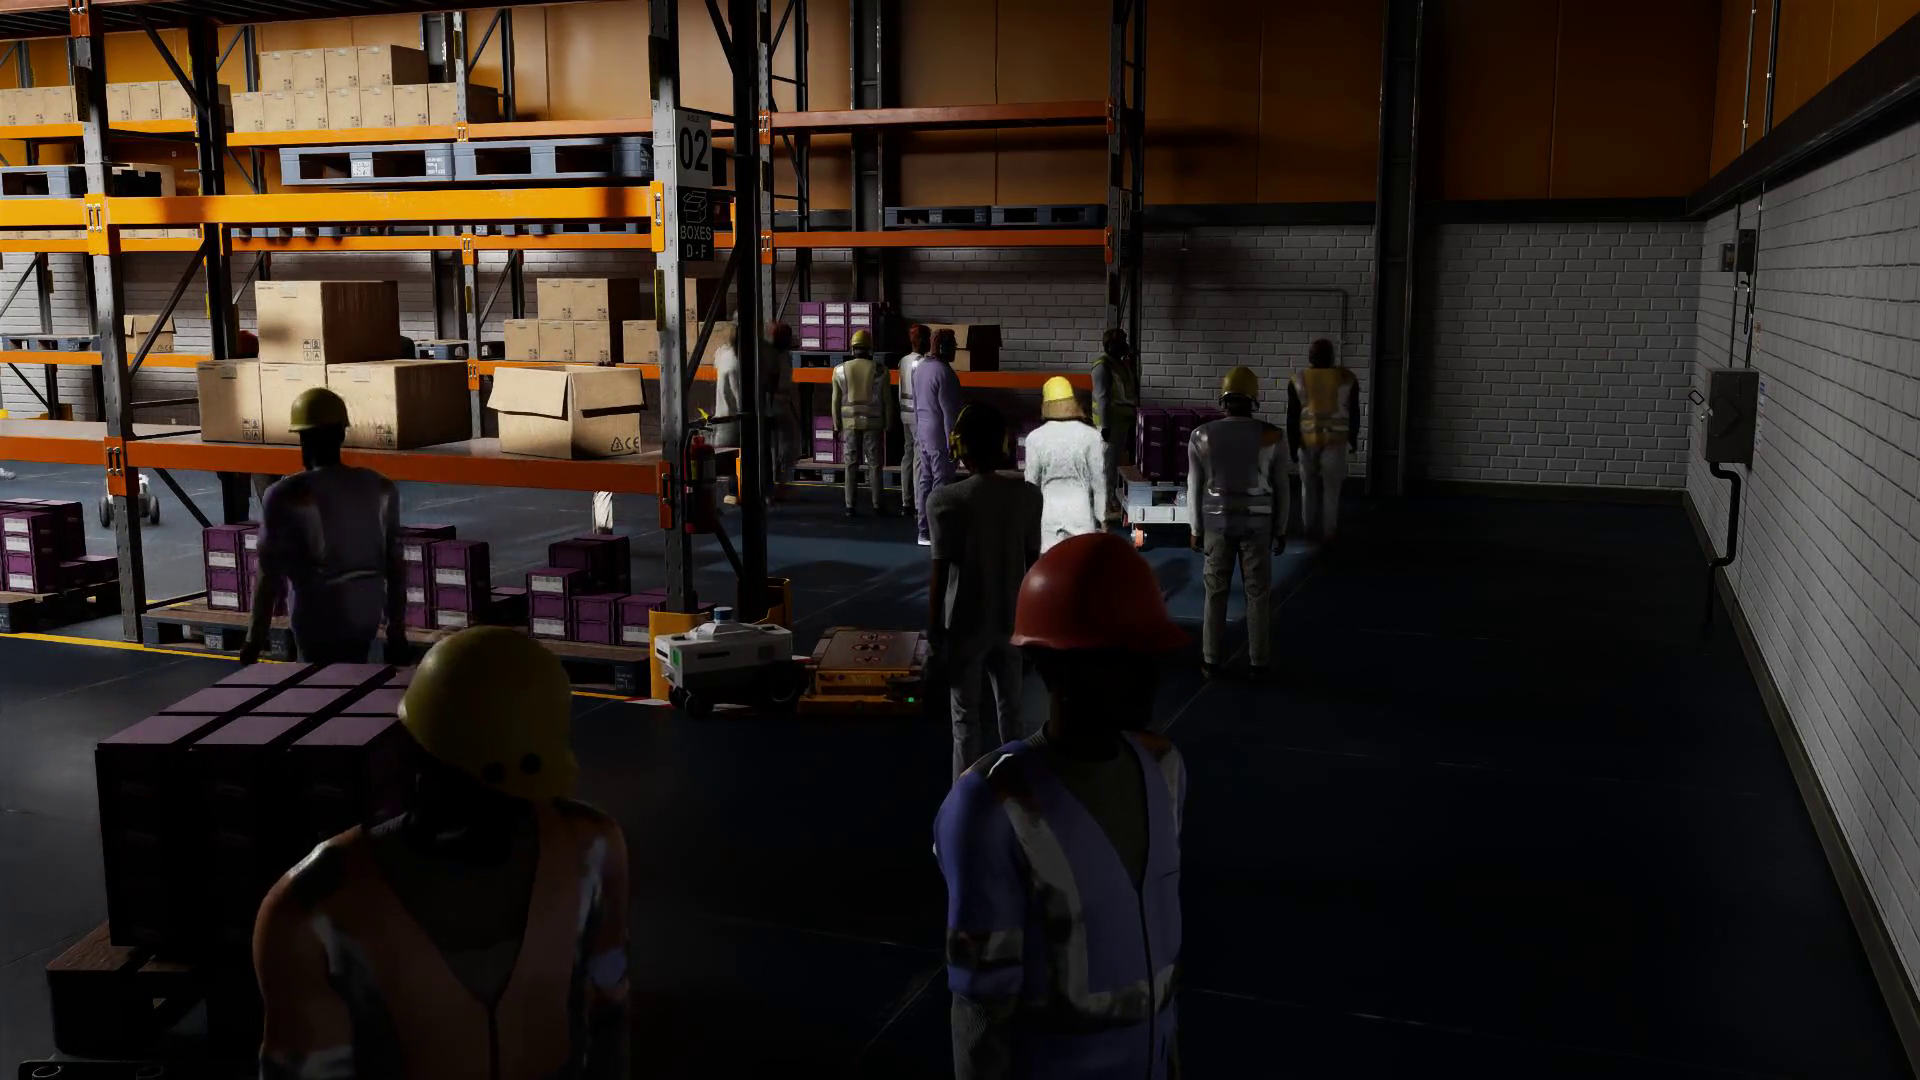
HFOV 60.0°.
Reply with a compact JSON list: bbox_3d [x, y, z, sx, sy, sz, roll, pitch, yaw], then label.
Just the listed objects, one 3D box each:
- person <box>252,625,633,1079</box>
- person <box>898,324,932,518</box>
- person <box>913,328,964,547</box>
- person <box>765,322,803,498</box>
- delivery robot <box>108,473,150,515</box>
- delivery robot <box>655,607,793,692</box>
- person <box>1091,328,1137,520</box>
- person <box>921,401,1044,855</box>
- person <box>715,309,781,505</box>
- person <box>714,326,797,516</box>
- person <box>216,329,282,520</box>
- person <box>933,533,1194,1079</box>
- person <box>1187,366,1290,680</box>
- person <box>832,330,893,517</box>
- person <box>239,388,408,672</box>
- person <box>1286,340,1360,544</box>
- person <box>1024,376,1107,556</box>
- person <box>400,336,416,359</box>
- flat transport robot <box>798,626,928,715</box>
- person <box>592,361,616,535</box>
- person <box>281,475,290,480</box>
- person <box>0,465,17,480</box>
[{"bbox_3d":[-0.755,1.030,2.588,0.599,1.853,0.987,-6,11,-33],"label":"person"},{"bbox_3d":[-0.397,-1.154,16.185,0.355,1.887,0.573,-5,10,-28],"label":"person"},{"bbox_3d":[-0.152,-0.860,14.279,0.401,1.906,0.650,-4,10,-26],"label":"person"},{"bbox_3d":[-1.877,-1.324,17.302,0.576,1.865,0.608,6,11,35],"label":"person"},{"bbox_3d":[-7.911,-0.481,15.832,0.477,0.478,0.707,-4,10,-24],"label":"delivery robot"},{"bbox_3d":[-1.279,0.606,9.006,0.707,0.478,0.477,-5,10,-29],"label":"delivery robot"},{"bbox_3d":[1.503,-1.128,16.160,0.429,1.846,0.627,4,10,23],"label":"person"},{"bbox_3d":[0.091,0.381,6.626,0.507,1.865,0.329,-4,10,-22],"label":"person"},{"bbox_3d":[-2.218,-1.387,17.170,0.683,2.000,0.538,-4,10,-25],"label":"person"},{"bbox_3d":[-2.172,-1.159,16.289,1.043,1.882,0.626,-2,9,-11],"label":"person"},{"bbox_3d":[-5.477,-0.646,12.825,0.545,1.942,0.349,0,9,1],"label":"person"},{"bbox_3d":[0.210,0.949,2.810,0.347,1.943,0.545,8,12,42],"label":"person"},{"bbox_3d":[1.619,-0.092,9.688,0.590,1.833,0.404,2,9,12],"label":"person"},{"bbox_3d":[-0.946,-1.134,16.239,0.598,1.828,0.403,1,9,3],"label":"person"},{"bbox_3d":[-2.653,0.329,6.852,0.874,1.892,0.610,6,11,32],"label":"person"},{"bbox_3d":[3.216,-0.873,14.751,0.638,1.798,0.983,2,9,12],"label":"person"},{"bbox_3d":[0.660,-0.159,10.471,0.535,1.718,0.473,1,9,8],"label":"person"},{"bbox_3d":[-6.732,-1.765,19.680,0.625,1.992,0.388,-4,10,-21],"label":"person"},{"bbox_3d":[-0.507,0.722,9.462,0.652,0.197,1.431,0,9,2],"label":"flat transport robot"},{"bbox_3d":[-3.005,-0.698,14.094,0.309,1.641,0.515,-3,9,-18],"label":"person"},{"bbox_3d":[-6.133,-0.978,15.456,0.524,1.769,0.314,-8,12,-40],"label":"person"},{"bbox_3d":[-11.325,-1.574,18.891,0.847,1.886,0.640,0,9,0],"label":"person"}]
